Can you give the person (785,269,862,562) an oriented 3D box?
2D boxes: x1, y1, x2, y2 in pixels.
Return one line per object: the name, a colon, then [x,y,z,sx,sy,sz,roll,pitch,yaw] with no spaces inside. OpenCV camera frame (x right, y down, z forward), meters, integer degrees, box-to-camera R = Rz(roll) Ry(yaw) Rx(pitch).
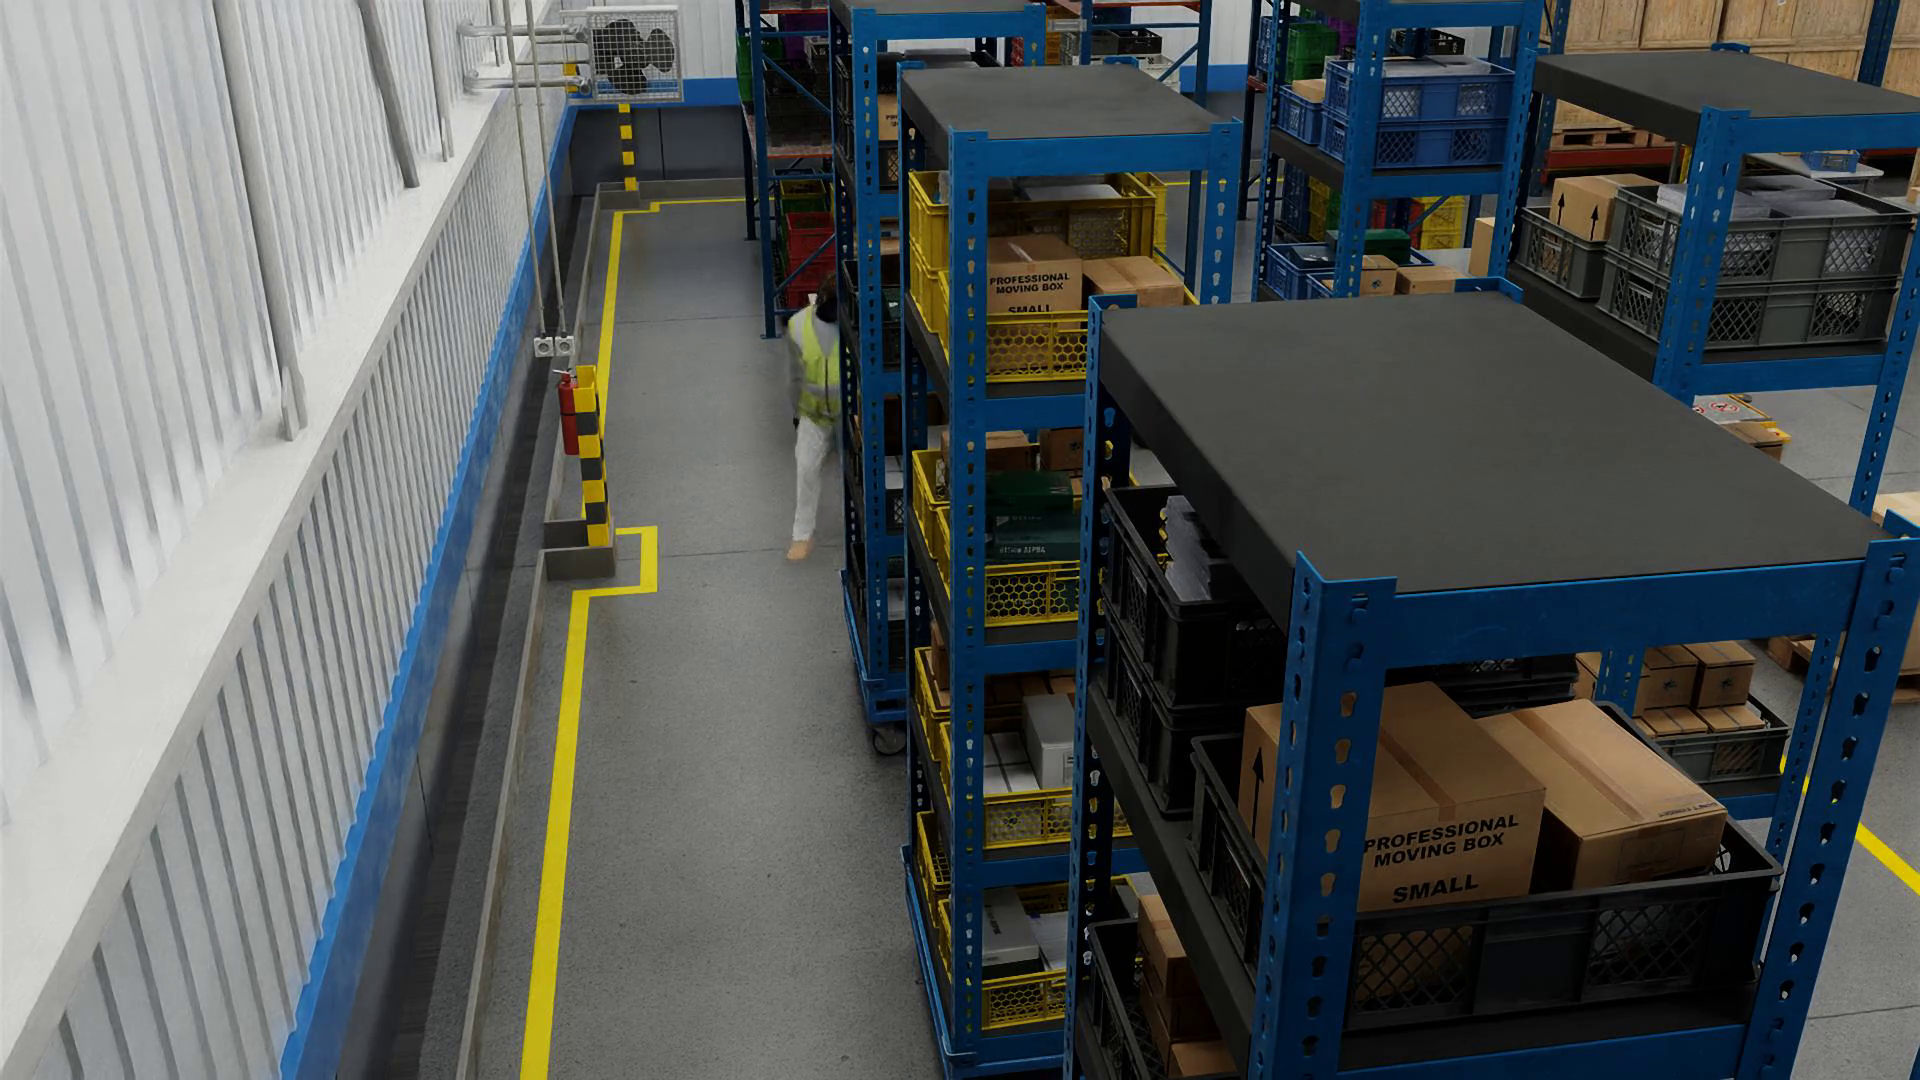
person: [-0.752,-0.785,10.155,0.632,1.811,0.609,5,25,10]
